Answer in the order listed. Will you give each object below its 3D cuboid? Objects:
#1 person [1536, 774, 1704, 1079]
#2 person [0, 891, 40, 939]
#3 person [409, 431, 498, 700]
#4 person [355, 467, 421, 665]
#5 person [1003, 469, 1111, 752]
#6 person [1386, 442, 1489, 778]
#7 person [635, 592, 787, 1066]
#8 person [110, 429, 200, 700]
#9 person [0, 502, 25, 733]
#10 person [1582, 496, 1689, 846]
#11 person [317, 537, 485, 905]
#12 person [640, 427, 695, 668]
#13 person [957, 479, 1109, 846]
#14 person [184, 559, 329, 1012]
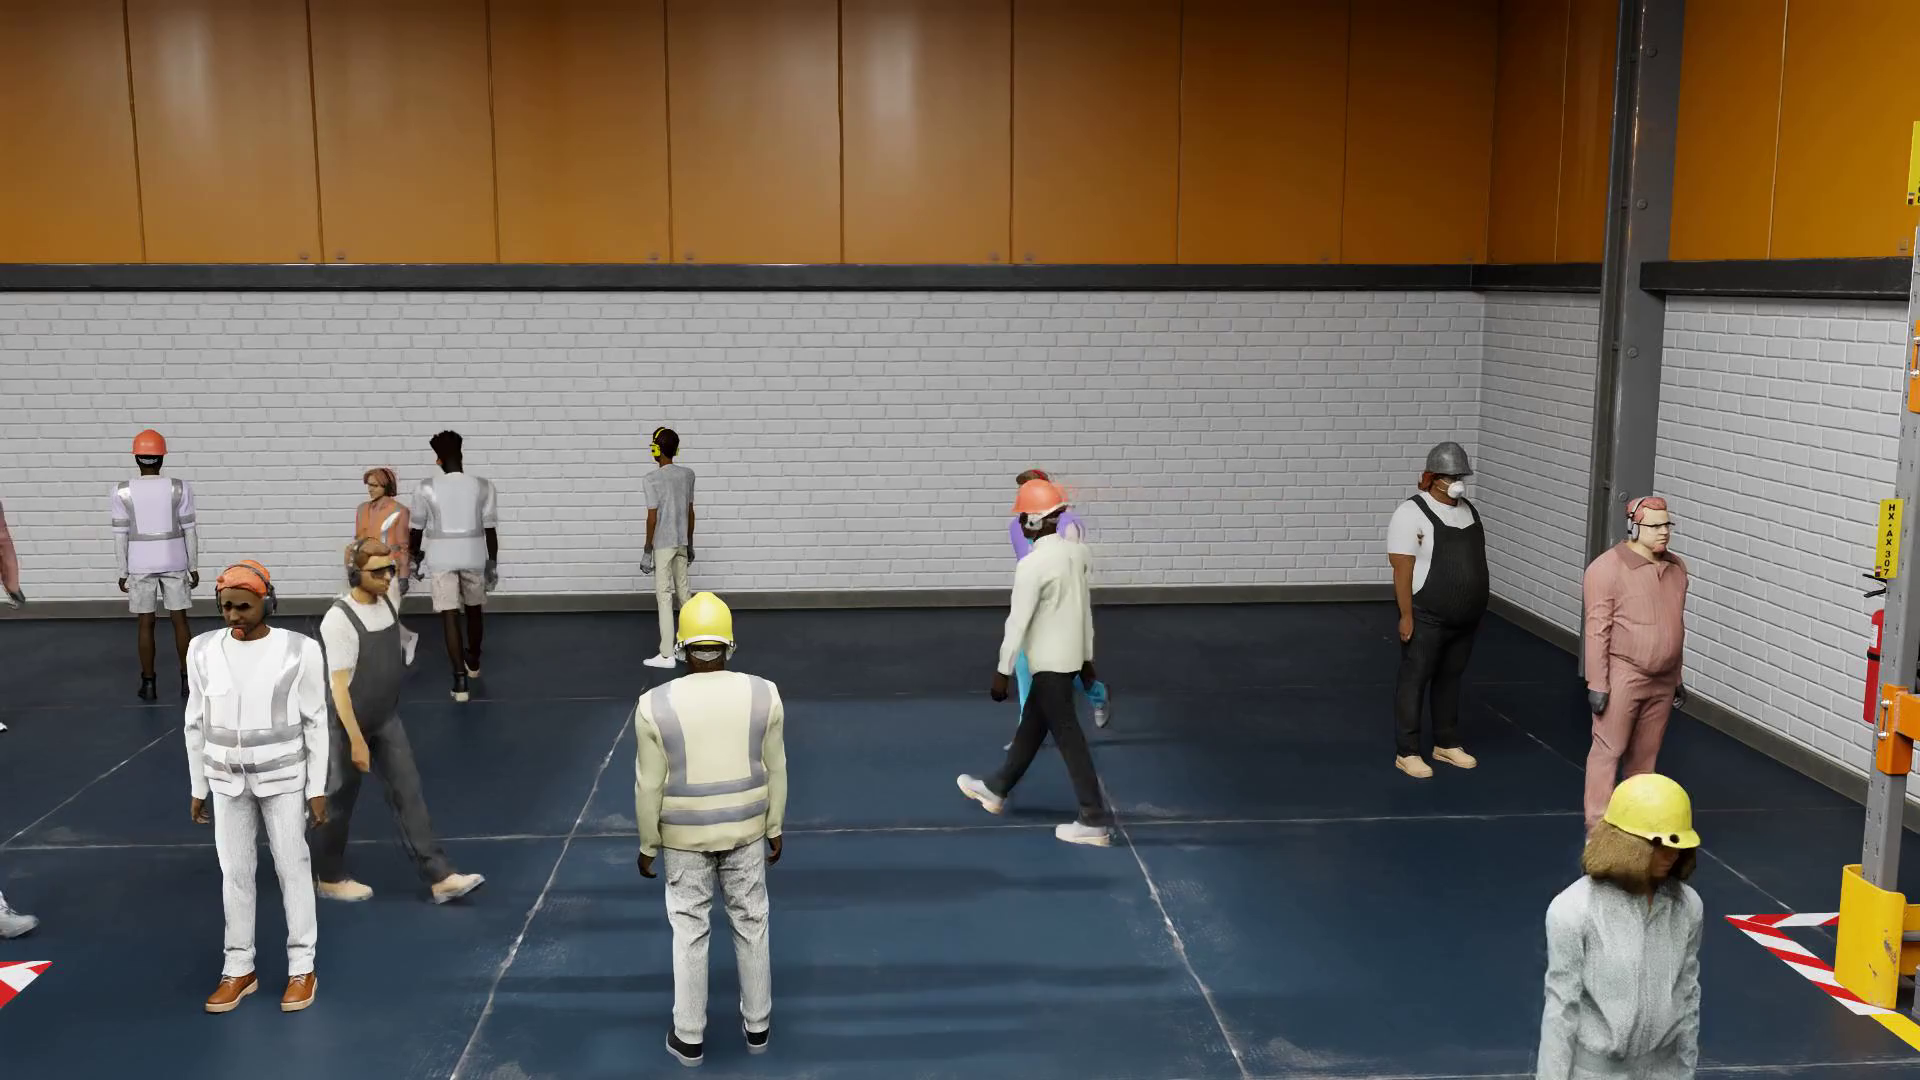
[{"bbox_3d":[1.775,1.450,4.550,0.500,1.724,0.569,-3,9,-17],"label":"person"},{"bbox_3d":[-4.771,0.921,7.481,1.039,1.869,0.646,1,9,8],"label":"person"},{"bbox_3d":[-3.701,0.152,12.168,0.606,1.900,0.968,-5,10,-28],"label":"person"},{"bbox_3d":[-4.270,0.255,12.422,0.527,1.617,0.643,5,10,27],"label":"person"},{"bbox_3d":[0.614,0.435,10.714,0.612,1.811,0.787,9,12,43],"label":"person"},{"bbox_3d":[2.955,0.413,10.121,0.683,2.000,0.538,-5,10,-30],"label":"person"},{"bbox_3d":[-0.960,1.107,6.411,0.589,1.834,0.403,-3,10,-20],"label":"person"},{"bbox_3d":[-5.754,0.177,11.926,0.548,1.937,0.358,-5,10,-27],"label":"person"},{"bbox_3d":[-6.749,0.327,11.222,0.948,1.865,0.637,5,10,27],"label":"person"},{"bbox_3d":[3.519,0.720,8.616,0.640,1.909,0.409,-4,10,-24],"label":"person"},{"bbox_3d":[-2.742,0.886,7.894,0.935,1.799,0.532,3,10,20],"label":"person"},{"bbox_3d":[-2.264,0.063,12.890,0.328,1.862,0.509,7,11,37],"label":"person"},{"bbox_3d":[0.375,0.644,8.969,1.050,1.936,0.631,5,10,27],"label":"person"},{"bbox_3d":[-2.896,1.010,6.858,0.572,1.887,0.356,0,9,-1],"label":"person"}]
